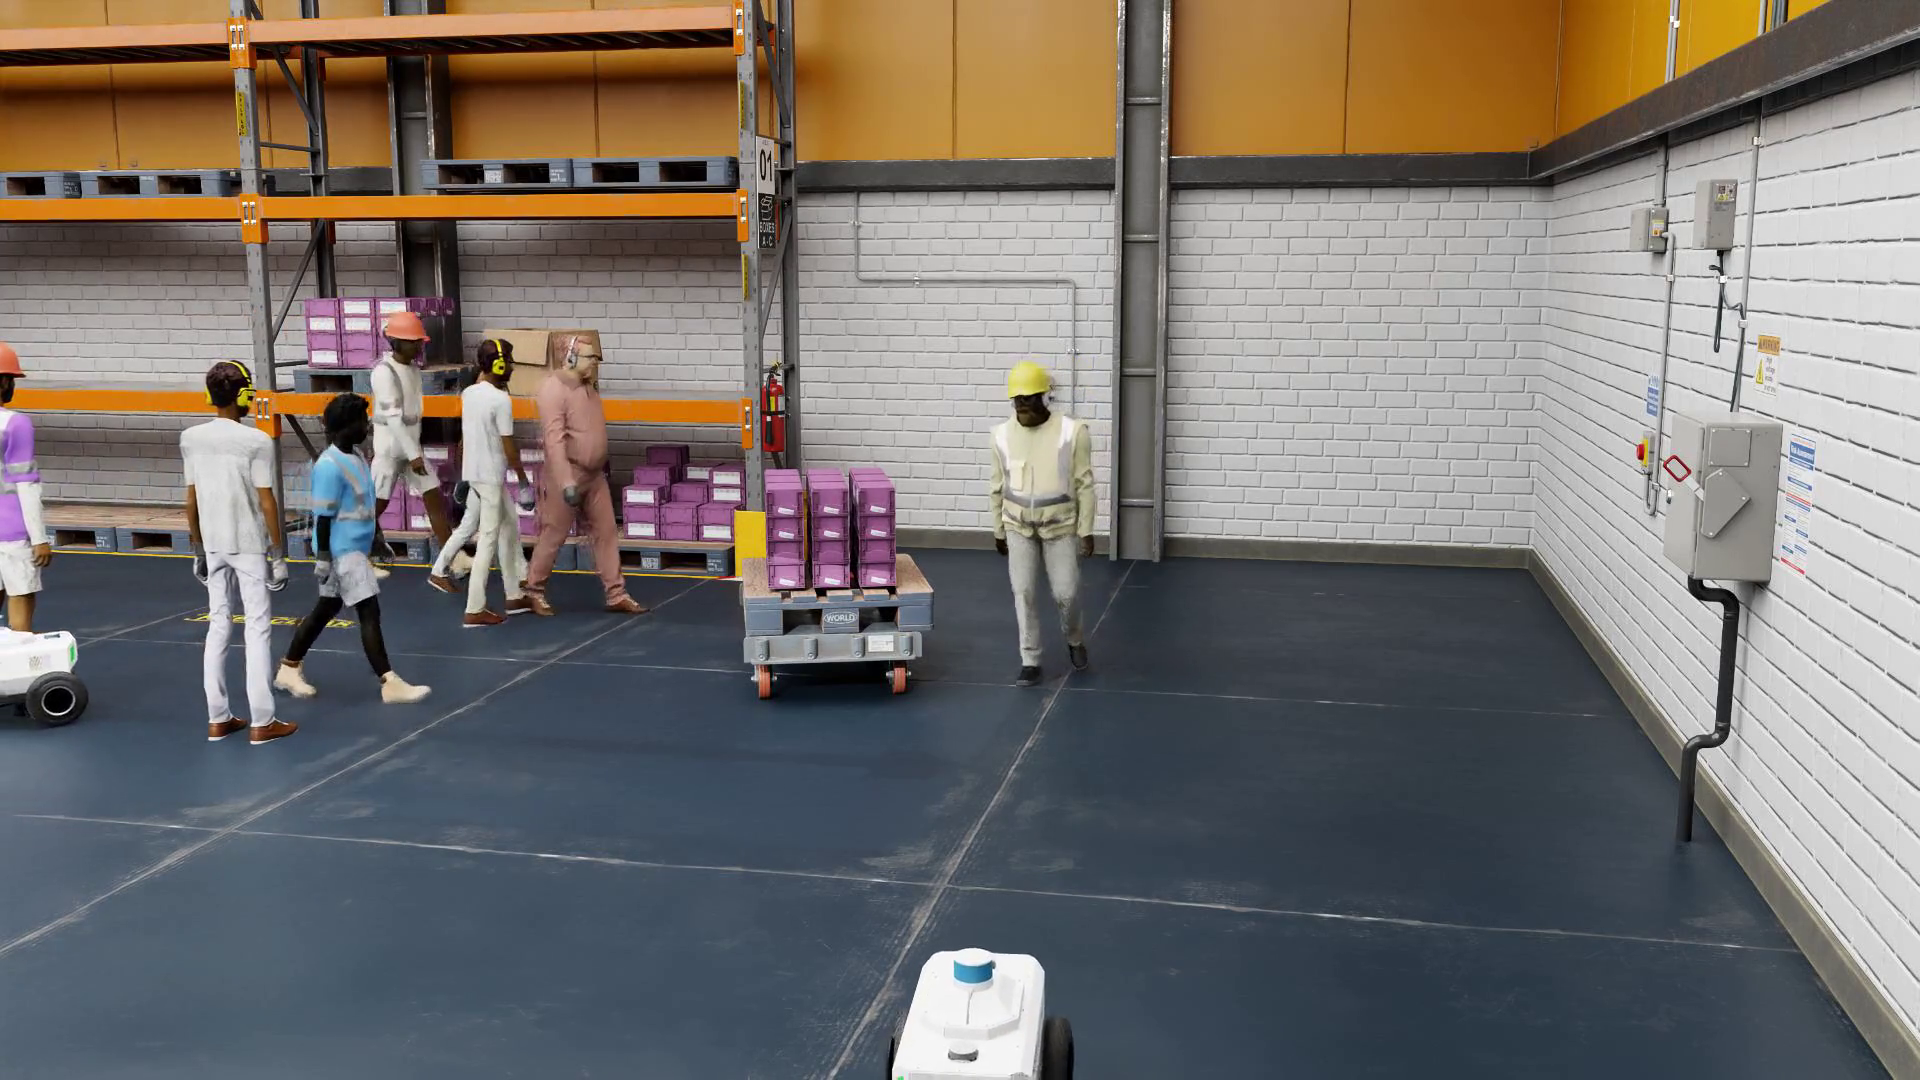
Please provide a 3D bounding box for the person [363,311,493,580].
[{"bbox_3d":[-4.020,-0.660,12.076,1.101,1.974,0.602,2,10,12],"label":"person"}]

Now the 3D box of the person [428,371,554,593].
[{"bbox_3d":[-3.375,-0.408,11.725,0.849,1.592,0.512,0,9,-2],"label":"person"}]

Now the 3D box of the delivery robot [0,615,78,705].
[{"bbox_3d":[-4.846,0.620,8.354,0.707,0.478,0.477,-7,12,-35],"label":"delivery robot"}]

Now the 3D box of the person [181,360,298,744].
[{"bbox_3d":[-3.500,0.063,8.078,0.509,1.861,0.315,2,10,13],"label":"person"}]

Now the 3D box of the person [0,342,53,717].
[{"bbox_3d":[-4.935,-0.057,8.600,0.550,1.928,0.393,3,10,20],"label":"person"}]

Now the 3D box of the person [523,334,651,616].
[{"bbox_3d":[-2.547,-0.411,10.980,0.841,1.877,0.661,3,10,18],"label":"person"}]

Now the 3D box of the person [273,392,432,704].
[{"bbox_3d":[-3.296,0.045,8.815,0.844,1.656,0.519,-1,10,-8],"label":"person"}]

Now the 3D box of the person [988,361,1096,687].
[{"bbox_3d":[0.458,-0.094,9.200,0.614,1.804,0.625,3,10,17],"label":"person"}]

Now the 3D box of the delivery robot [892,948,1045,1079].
[{"bbox_3d":[0.034,1.297,4.277,0.477,0.478,0.707,1,9,6],"label":"delivery robot"}]

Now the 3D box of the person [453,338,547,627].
[{"bbox_3d":[-2.947,-0.380,10.782,0.766,1.841,0.560,-9,13,-43],"label":"person"}]
